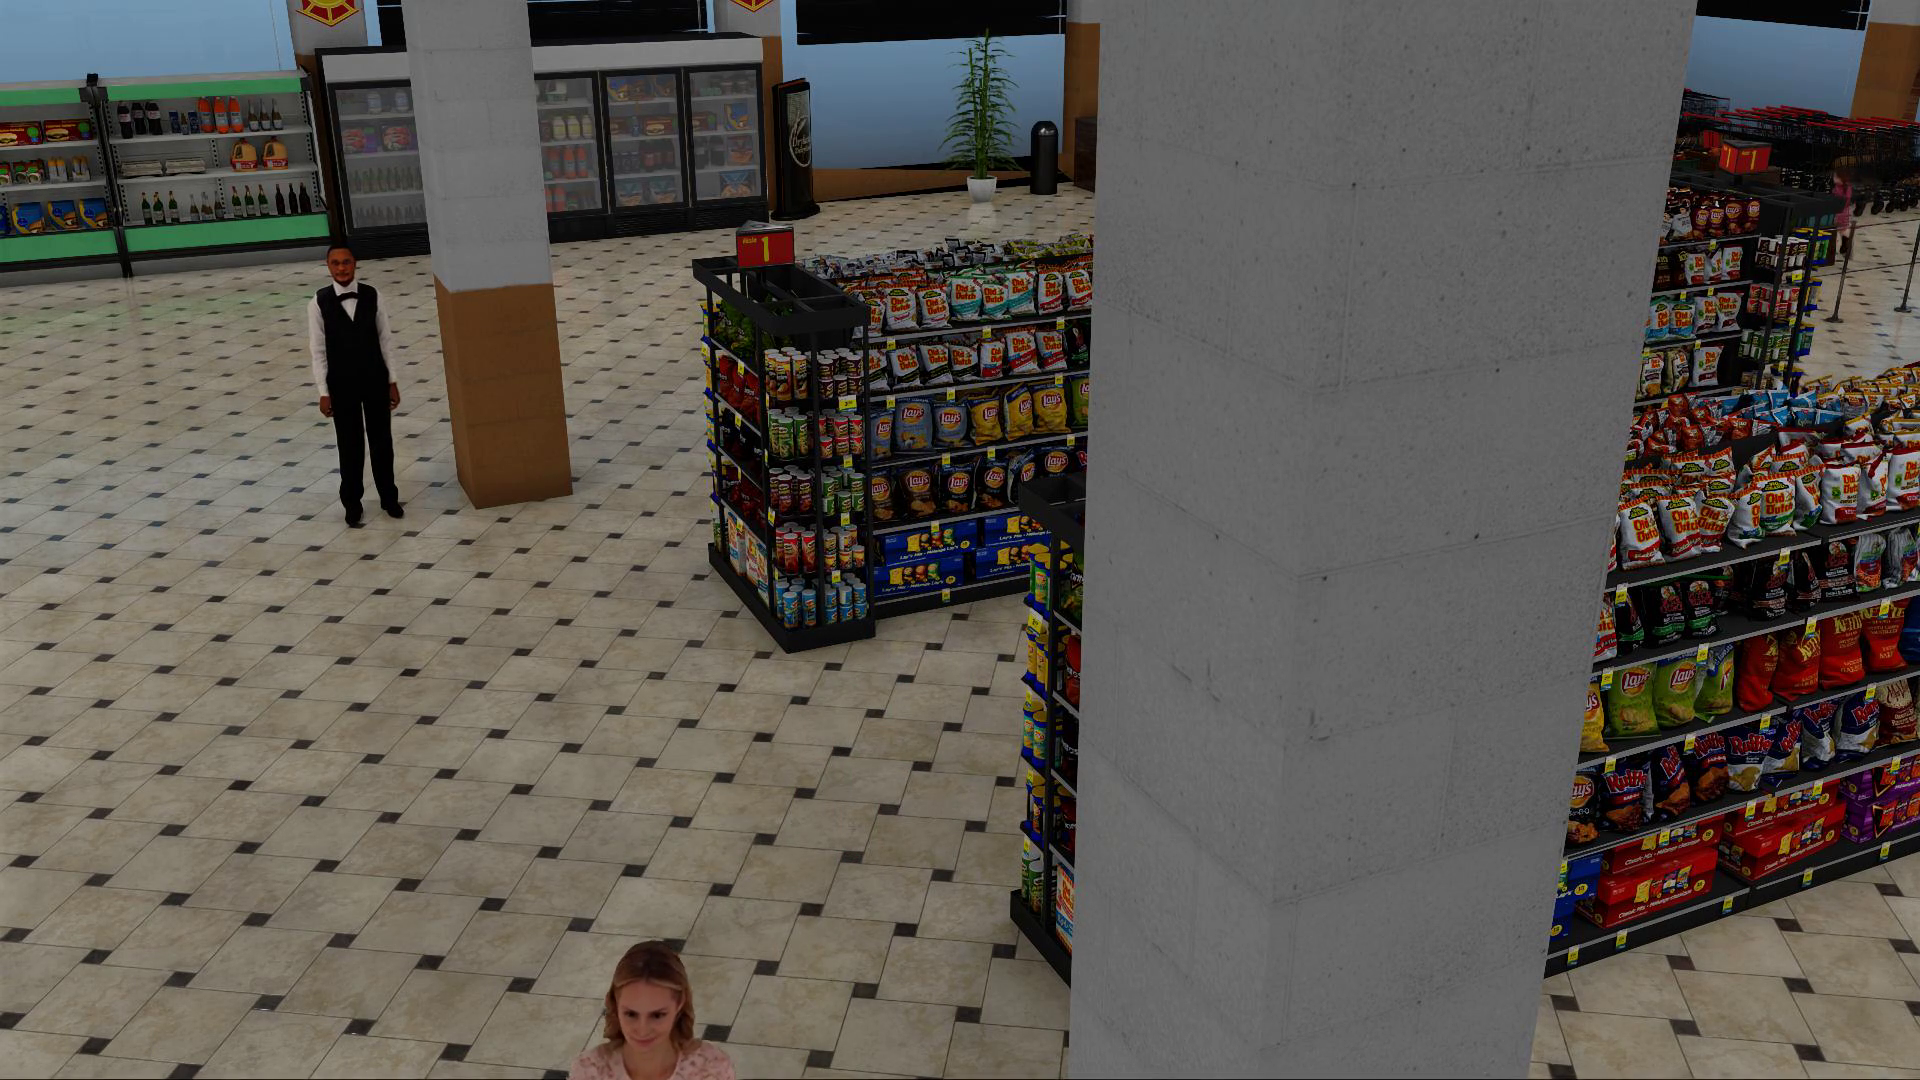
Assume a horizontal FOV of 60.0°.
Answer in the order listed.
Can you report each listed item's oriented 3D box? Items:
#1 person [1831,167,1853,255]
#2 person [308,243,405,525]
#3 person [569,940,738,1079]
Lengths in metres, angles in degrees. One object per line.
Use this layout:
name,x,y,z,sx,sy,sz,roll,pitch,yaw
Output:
person,10.269,-3.822,19.377,0.624,1.012,0.576,-5,22,-11
person,-4.094,-1.071,11.317,0.504,1.918,0.758,-11,24,-25
person,-0.784,1.783,4.380,1.118,1.793,1.026,2,22,6
